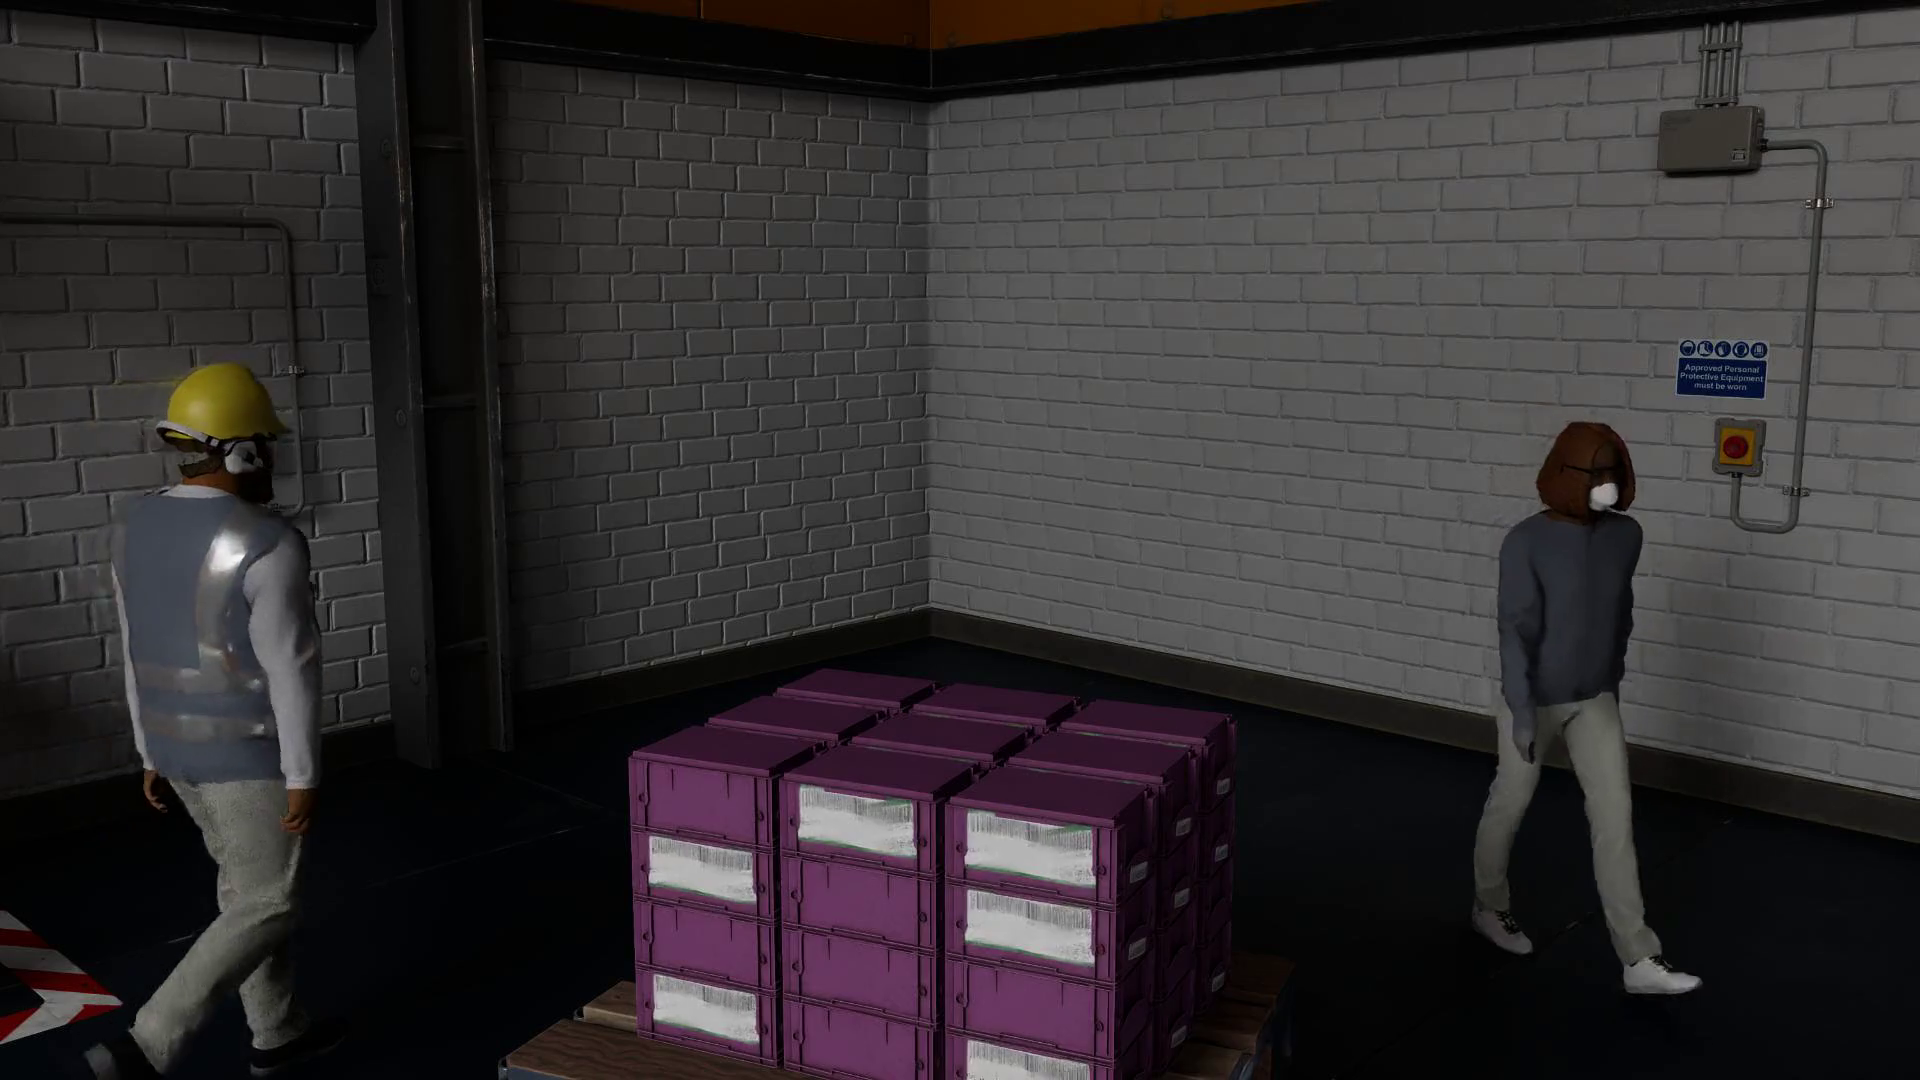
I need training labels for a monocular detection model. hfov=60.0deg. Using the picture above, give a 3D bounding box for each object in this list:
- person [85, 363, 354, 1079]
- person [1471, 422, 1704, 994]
[{"bbox_3d":[-1.779,0.493,3.921,0.588,1.811,0.700,5,11,29],"label":"person"},{"bbox_3d":[1.736,0.471,4.667,0.522,1.589,0.827,-3,10,-19],"label":"person"}]
